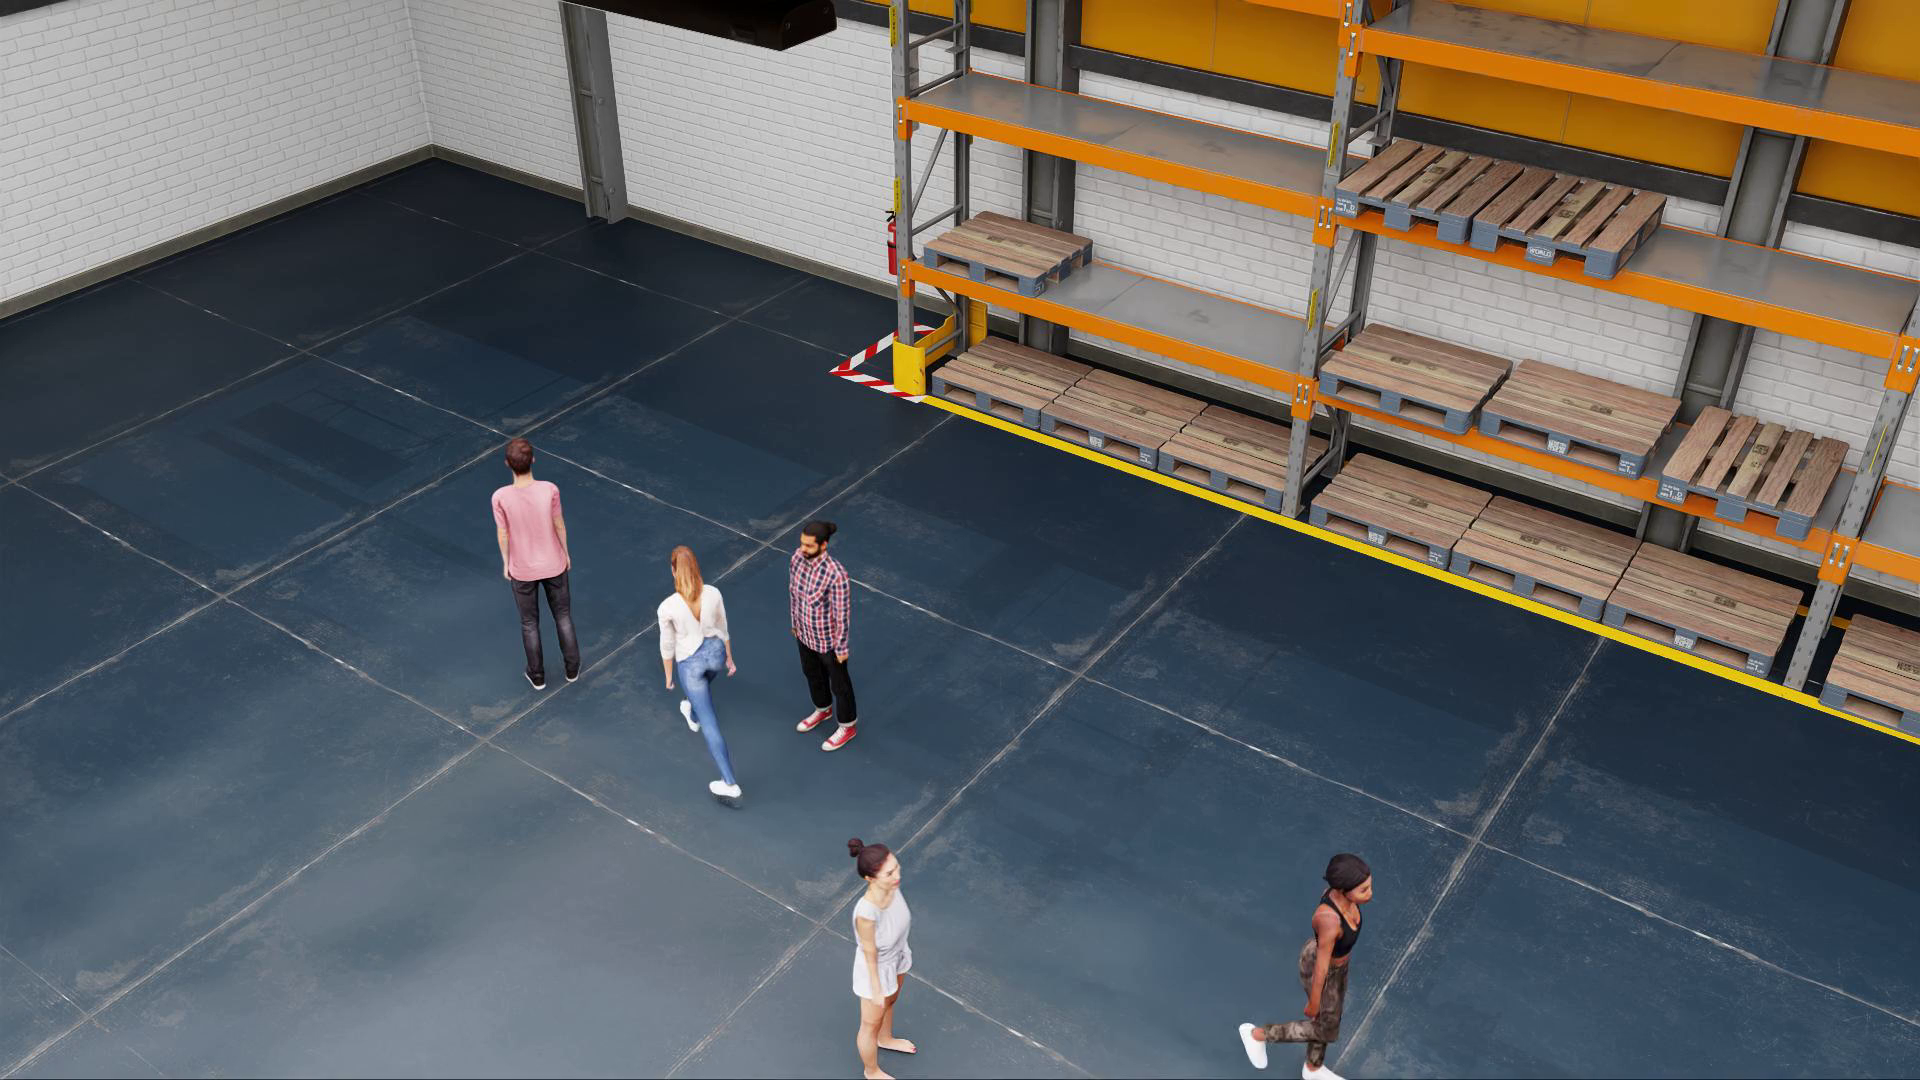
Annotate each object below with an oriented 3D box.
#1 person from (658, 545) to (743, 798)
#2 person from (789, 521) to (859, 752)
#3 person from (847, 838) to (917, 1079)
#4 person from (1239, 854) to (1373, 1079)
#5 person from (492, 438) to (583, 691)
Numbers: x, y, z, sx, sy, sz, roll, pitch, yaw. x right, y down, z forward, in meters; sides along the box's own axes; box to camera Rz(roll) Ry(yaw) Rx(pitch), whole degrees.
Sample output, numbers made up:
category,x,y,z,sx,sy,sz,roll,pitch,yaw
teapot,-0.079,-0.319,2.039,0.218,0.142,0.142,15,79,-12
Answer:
category,x,y,z,sx,sy,sz,roll,pitch,yaw
person,-1.638,0.894,10.818,0.939,1.646,1.352,-23,40,-30
person,-0.917,0.607,11.150,0.563,1.756,0.774,28,43,36
person,-0.421,2.237,8.835,0.633,1.605,0.623,11,35,16
person,1.839,2.252,8.740,0.872,1.685,0.649,16,37,22
person,-2.956,0.178,11.614,0.696,1.957,0.714,-12,36,-18
